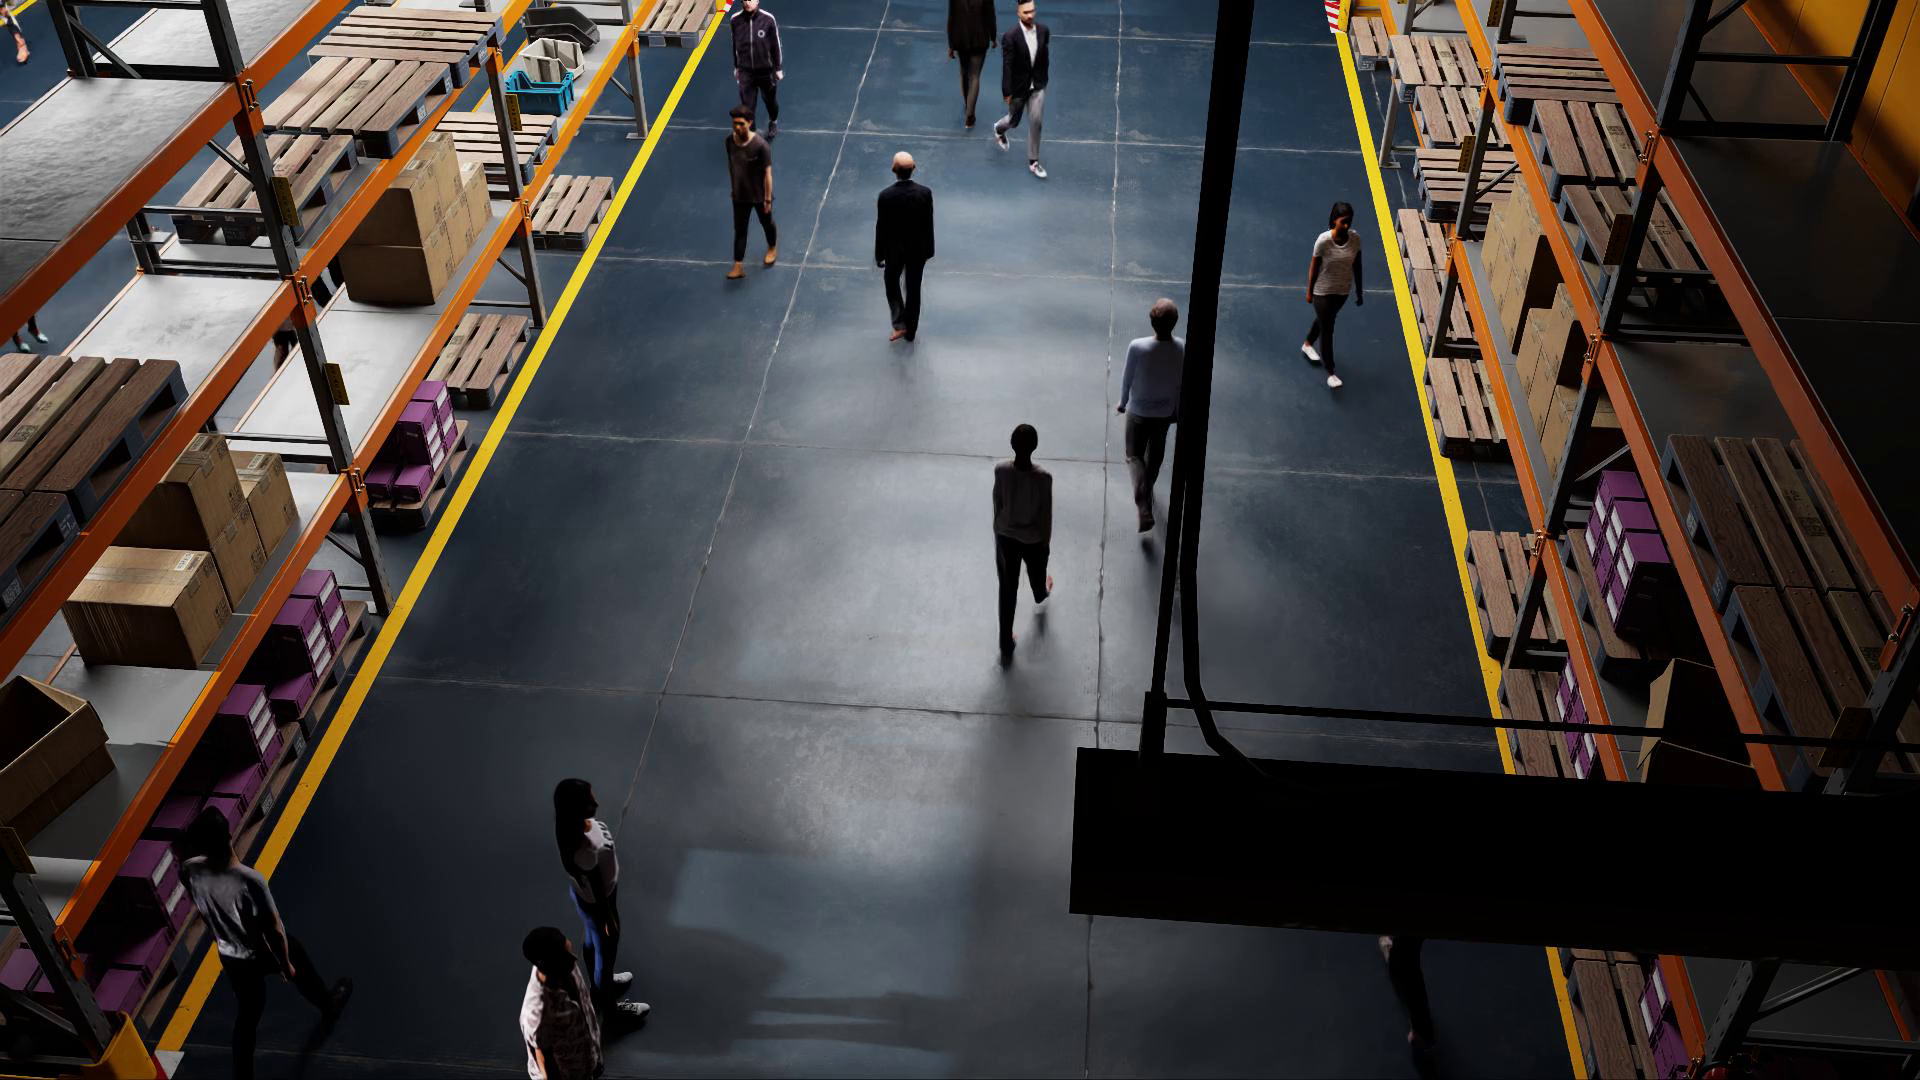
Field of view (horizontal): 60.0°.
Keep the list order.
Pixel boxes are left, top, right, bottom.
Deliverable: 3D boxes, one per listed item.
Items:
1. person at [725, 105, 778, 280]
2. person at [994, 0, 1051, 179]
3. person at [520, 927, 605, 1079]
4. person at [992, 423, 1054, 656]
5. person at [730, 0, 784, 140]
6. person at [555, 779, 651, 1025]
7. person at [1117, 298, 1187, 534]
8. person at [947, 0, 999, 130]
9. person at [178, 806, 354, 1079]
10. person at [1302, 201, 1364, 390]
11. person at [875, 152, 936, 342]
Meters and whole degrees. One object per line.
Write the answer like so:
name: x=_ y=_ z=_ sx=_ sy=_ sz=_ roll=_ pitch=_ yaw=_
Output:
person: x=-1.921 y=-3.315 z=15.638 sx=0.800 sy=1.671 sz=1.102 roll=12 pitch=40 yaw=15
person: x=0.619 y=-4.776 z=17.267 sx=1.063 sy=1.921 sz=1.244 roll=-18 pitch=42 yaw=-21
person: x=-1.966 y=2.517 z=8.222 sx=0.715 sy=1.811 sz=0.484 roll=2 pitch=39 yaw=3
person: x=0.390 y=0.044 z=11.382 sx=0.756 sy=1.732 sz=1.107 roll=11 pitch=40 yaw=14
person: x=-2.130 y=-4.972 z=17.609 sx=0.741 sy=1.799 sz=1.212 roll=0 pitch=39 yaw=0
person: x=-1.977 y=1.944 z=8.969 sx=0.731 sy=1.775 sz=0.619 roll=-16 pitch=41 yaw=-20
person: x=1.445 y=-0.917 z=12.479 sx=0.850 sy=1.866 sz=1.241 roll=-5 pitch=39 yaw=-7
person: x=0.116 y=-5.365 z=18.128 sx=0.754 sy=1.765 sz=1.094 roll=8 pitch=39 yaw=10
person: x=-3.717 y=2.195 z=8.610 sx=0.806 sy=1.830 sz=1.231 roll=10 pitch=40 yaw=12
person: x=3.148 y=-2.173 z=14.263 sx=0.853 sy=1.601 sz=1.132 roll=-11 pitch=40 yaw=-14
person: x=-0.459 y=-2.489 z=14.508 sx=0.798 sy=1.790 sz=0.842 roll=-7 pitch=39 yaw=-8
